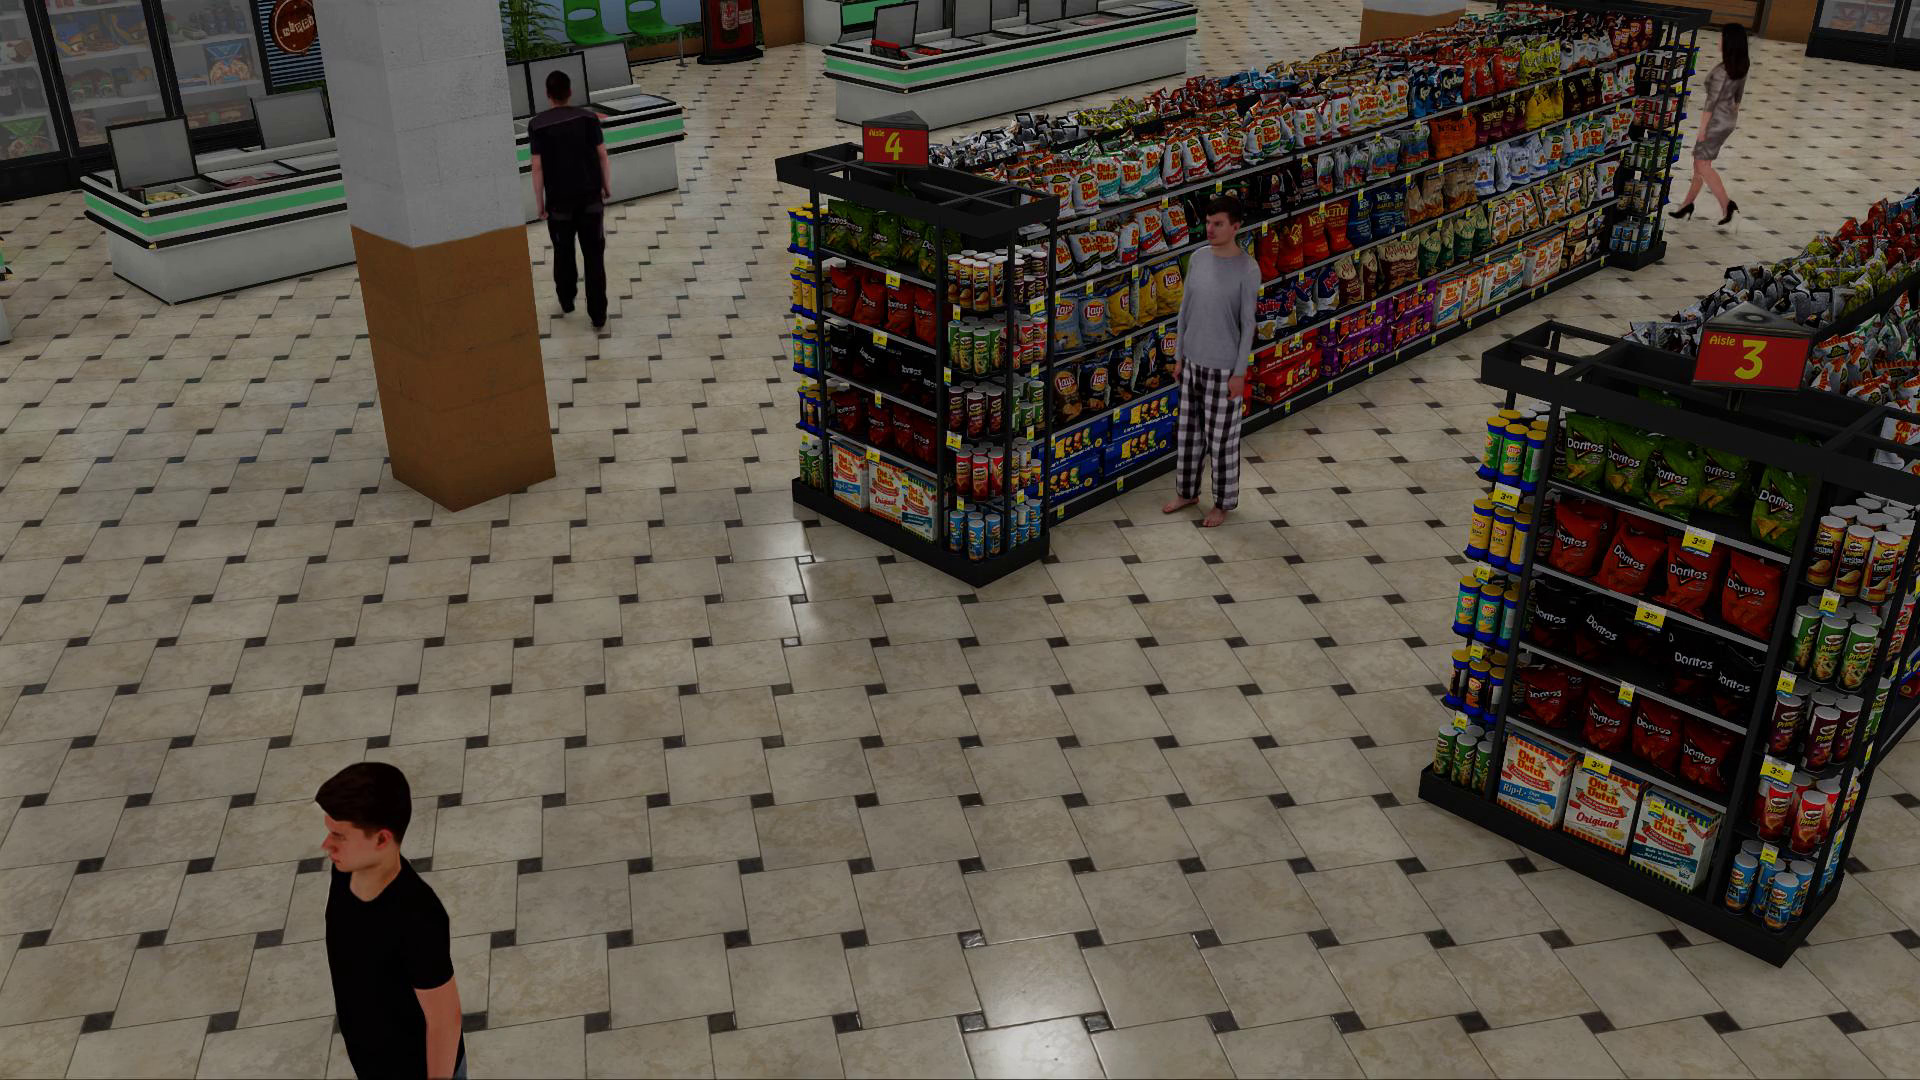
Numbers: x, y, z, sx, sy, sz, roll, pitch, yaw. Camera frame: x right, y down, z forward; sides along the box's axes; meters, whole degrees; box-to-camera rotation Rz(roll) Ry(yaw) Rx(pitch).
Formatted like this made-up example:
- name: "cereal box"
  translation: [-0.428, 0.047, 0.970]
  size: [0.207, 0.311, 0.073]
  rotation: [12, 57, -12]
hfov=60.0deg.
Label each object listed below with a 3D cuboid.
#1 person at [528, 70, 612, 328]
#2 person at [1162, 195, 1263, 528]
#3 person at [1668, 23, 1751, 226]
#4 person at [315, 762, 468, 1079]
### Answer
- name: "person"
  translation: [-2.771, -2.446, 12.047]
  size: [1.060, 1.829, 1.058]
  rotation: [-7, 28, -13]
- name: "person"
  translation: [1.395, -0.984, 9.143]
  size: [0.628, 1.847, 0.532]
  rotation: [22, 34, 37]
- name: "person"
  translation: [6.549, -3.527, 14.287]
  size: [0.895, 1.731, 0.742]
  rotation: [-19, 33, -33]
- name: "person"
  translation: [-1.476, 1.379, 4.485]
  size: [0.538, 1.846, 0.654]
  rotation: [-24, 35, -38]
